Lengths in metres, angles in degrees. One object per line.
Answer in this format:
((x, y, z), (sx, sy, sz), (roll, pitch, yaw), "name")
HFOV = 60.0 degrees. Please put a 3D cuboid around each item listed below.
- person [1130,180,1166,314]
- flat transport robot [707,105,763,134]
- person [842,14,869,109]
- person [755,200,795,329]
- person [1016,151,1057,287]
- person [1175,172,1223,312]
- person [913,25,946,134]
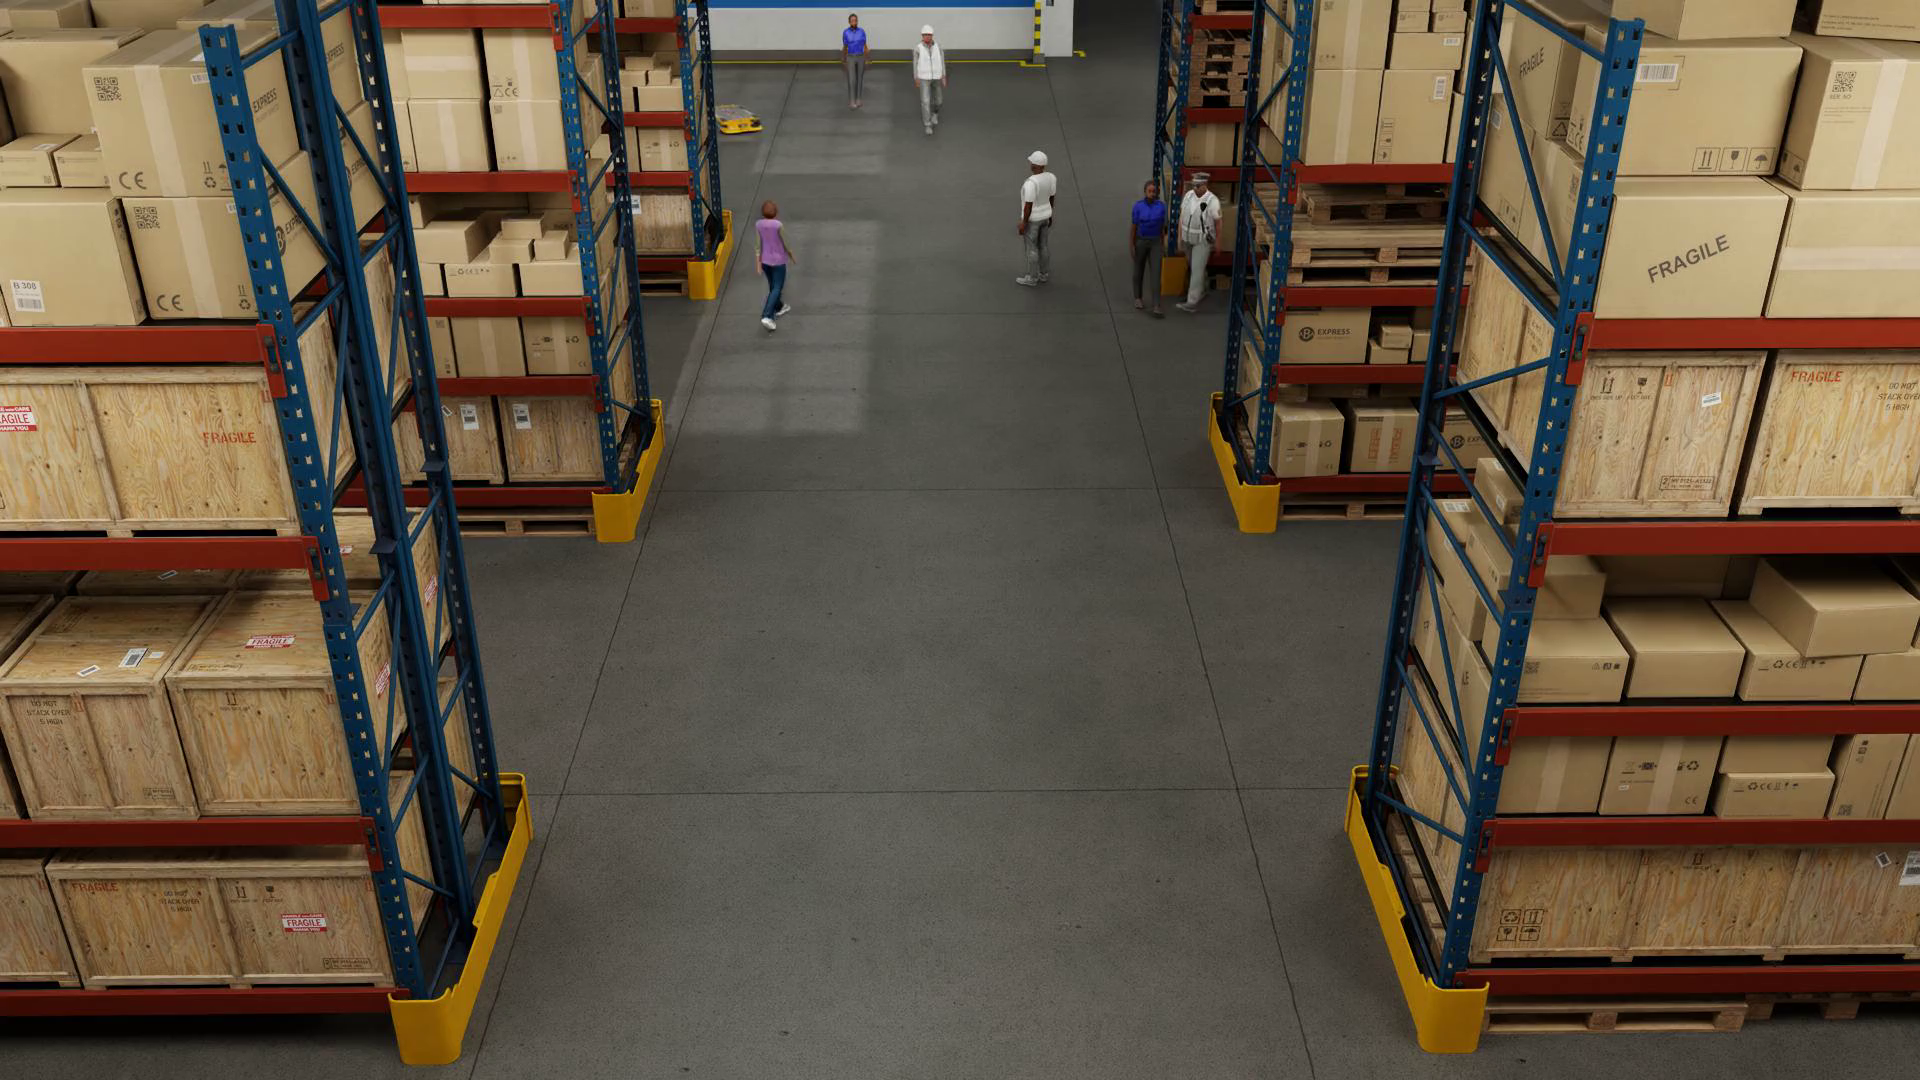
((2.360, -3.640, 20.788), (0.460, 1.655, 0.744), (-1, 28, -3), "person")
((-4.048, -7.422, 29.364), (0.659, 0.263, 1.431), (-13, 31, -23), "flat transport robot")
((-1.854, -8.655, 30.117), (0.453, 1.646, 0.759), (-7, 29, -13), "person")
((-2.285, -3.427, 20.468), (0.423, 1.565, 0.911), (10, 30, 19), "person")
((0.984, -4.209, 21.735), (0.393, 1.770, 0.554), (25, 37, 38), "person")
((2.965, -3.785, 20.981), (0.989, 1.717, 0.569), (-23, 36, -36), "person")
((-0.514, -7.975, 28.731), (0.535, 1.745, 0.852), (-8, 29, -15), "person")
